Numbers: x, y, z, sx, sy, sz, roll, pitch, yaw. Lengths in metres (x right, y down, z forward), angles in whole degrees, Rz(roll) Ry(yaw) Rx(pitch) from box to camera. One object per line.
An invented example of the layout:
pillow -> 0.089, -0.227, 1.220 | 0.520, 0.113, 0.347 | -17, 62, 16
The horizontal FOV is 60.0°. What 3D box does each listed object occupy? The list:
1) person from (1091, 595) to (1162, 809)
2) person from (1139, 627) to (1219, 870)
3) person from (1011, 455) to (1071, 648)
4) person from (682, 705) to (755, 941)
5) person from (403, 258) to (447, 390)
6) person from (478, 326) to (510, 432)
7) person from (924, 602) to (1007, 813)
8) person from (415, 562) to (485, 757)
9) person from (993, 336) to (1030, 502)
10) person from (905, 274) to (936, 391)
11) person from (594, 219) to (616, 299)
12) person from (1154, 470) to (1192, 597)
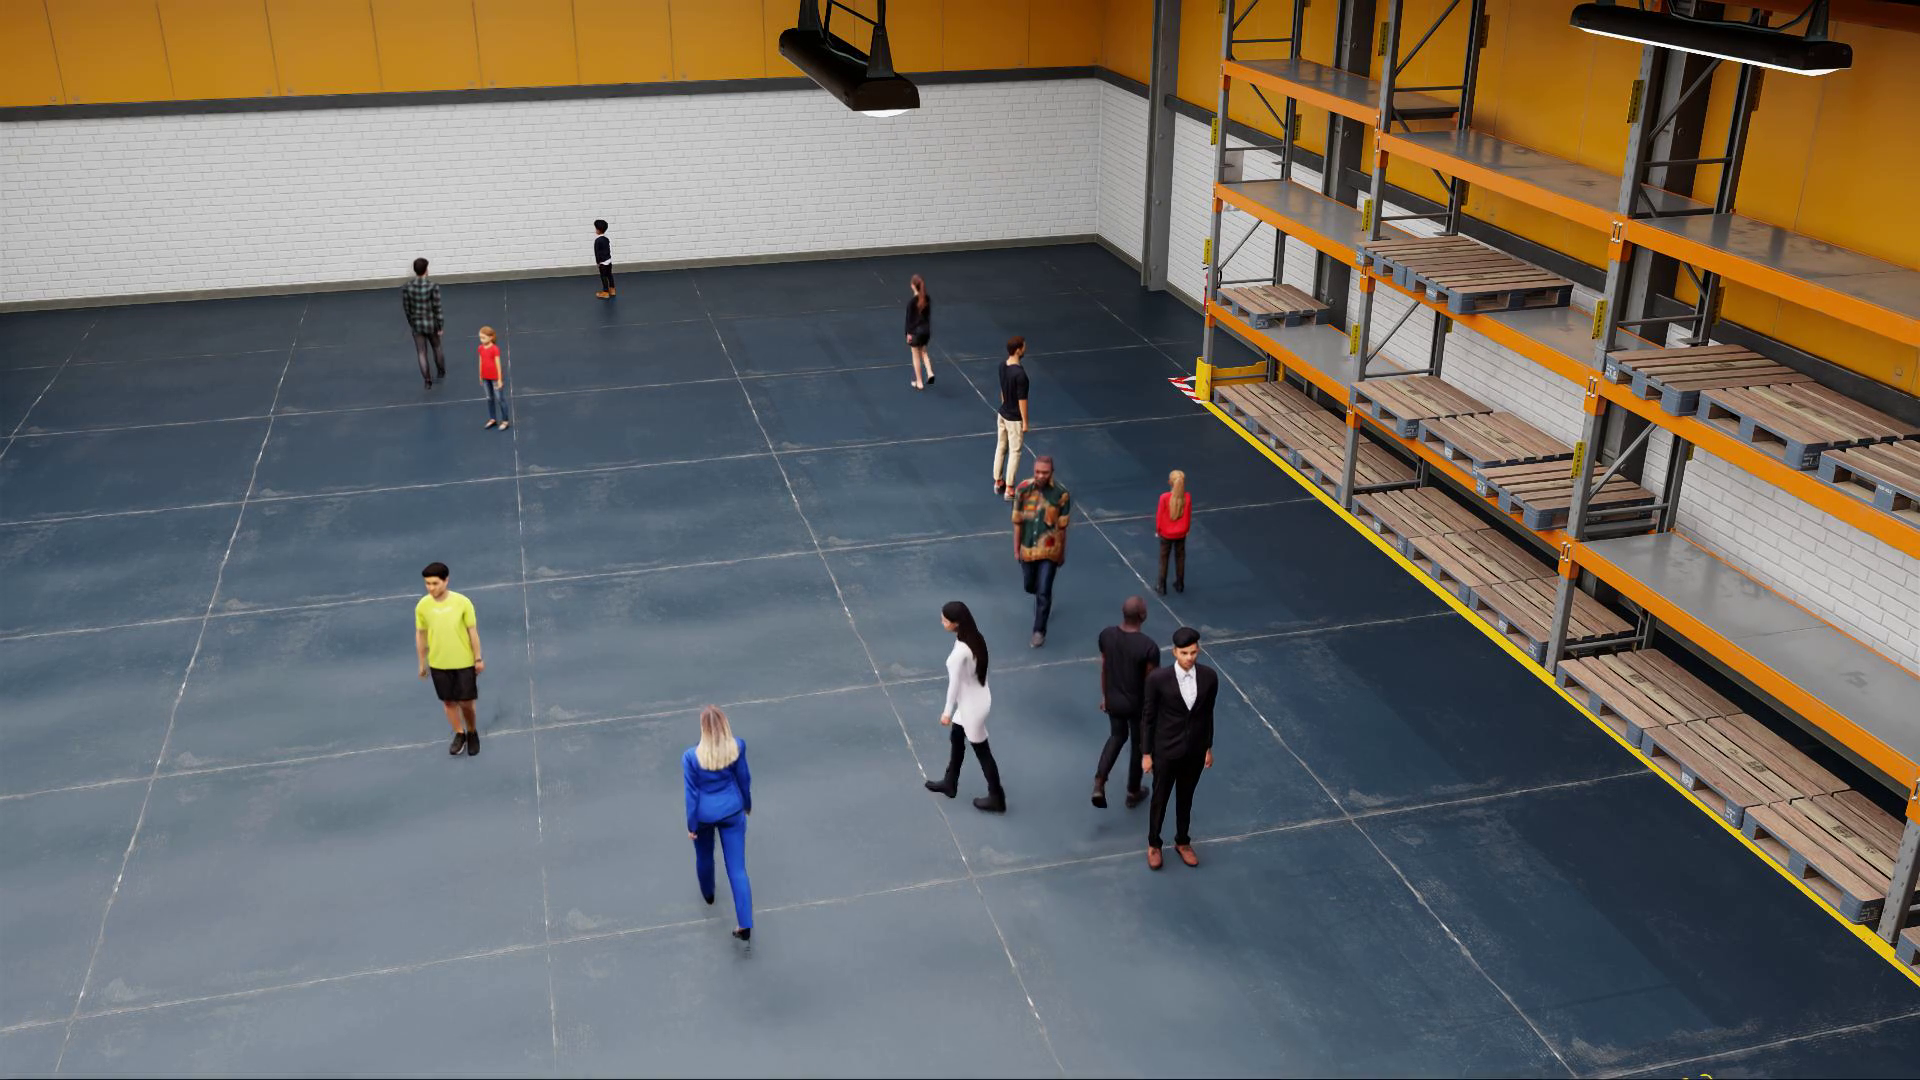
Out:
person -> 1.242, 1.268, 12.440 | 1.003, 1.805, 1.020 | 16, 28, 32
person -> 1.562, 1.464, 11.893 | 0.713, 1.884, 0.567 | -4, 24, -9
person -> 0.758, 0.040, 15.262 | 1.000, 1.793, 1.142 | 7, 25, 15
person -> -1.586, 1.914, 11.139 | 0.718, 1.663, 1.152 | -9, 25, -20
person -> -7.006, -2.796, 21.678 | 0.708, 1.685, 0.964 | -5, 24, -10
person -> -5.777, -2.016, 20.572 | 0.591, 1.307, 0.640 | 10, 26, 22
person -> 0.173, 1.290, 12.431 | 0.953, 1.770, 0.967 | 9, 25, 19
person -> -4.070, 0.922, 13.370 | 0.710, 1.694, 0.699 | 0, 24, -1
person -> 0.567, -1.360, 18.389 | 0.734, 1.854, 0.565 | -12, 26, -25
person -> -0.487, -2.727, 21.900 | 0.659, 1.548, 0.742 | -16, 29, -33
person -> -5.616, -4.451, 26.249 | 0.632, 1.222, 0.554 | 9, 25, 20
person -> 2.064, -0.076, 16.165 | 0.485, 1.283, 0.494 | -6, 24, -13
